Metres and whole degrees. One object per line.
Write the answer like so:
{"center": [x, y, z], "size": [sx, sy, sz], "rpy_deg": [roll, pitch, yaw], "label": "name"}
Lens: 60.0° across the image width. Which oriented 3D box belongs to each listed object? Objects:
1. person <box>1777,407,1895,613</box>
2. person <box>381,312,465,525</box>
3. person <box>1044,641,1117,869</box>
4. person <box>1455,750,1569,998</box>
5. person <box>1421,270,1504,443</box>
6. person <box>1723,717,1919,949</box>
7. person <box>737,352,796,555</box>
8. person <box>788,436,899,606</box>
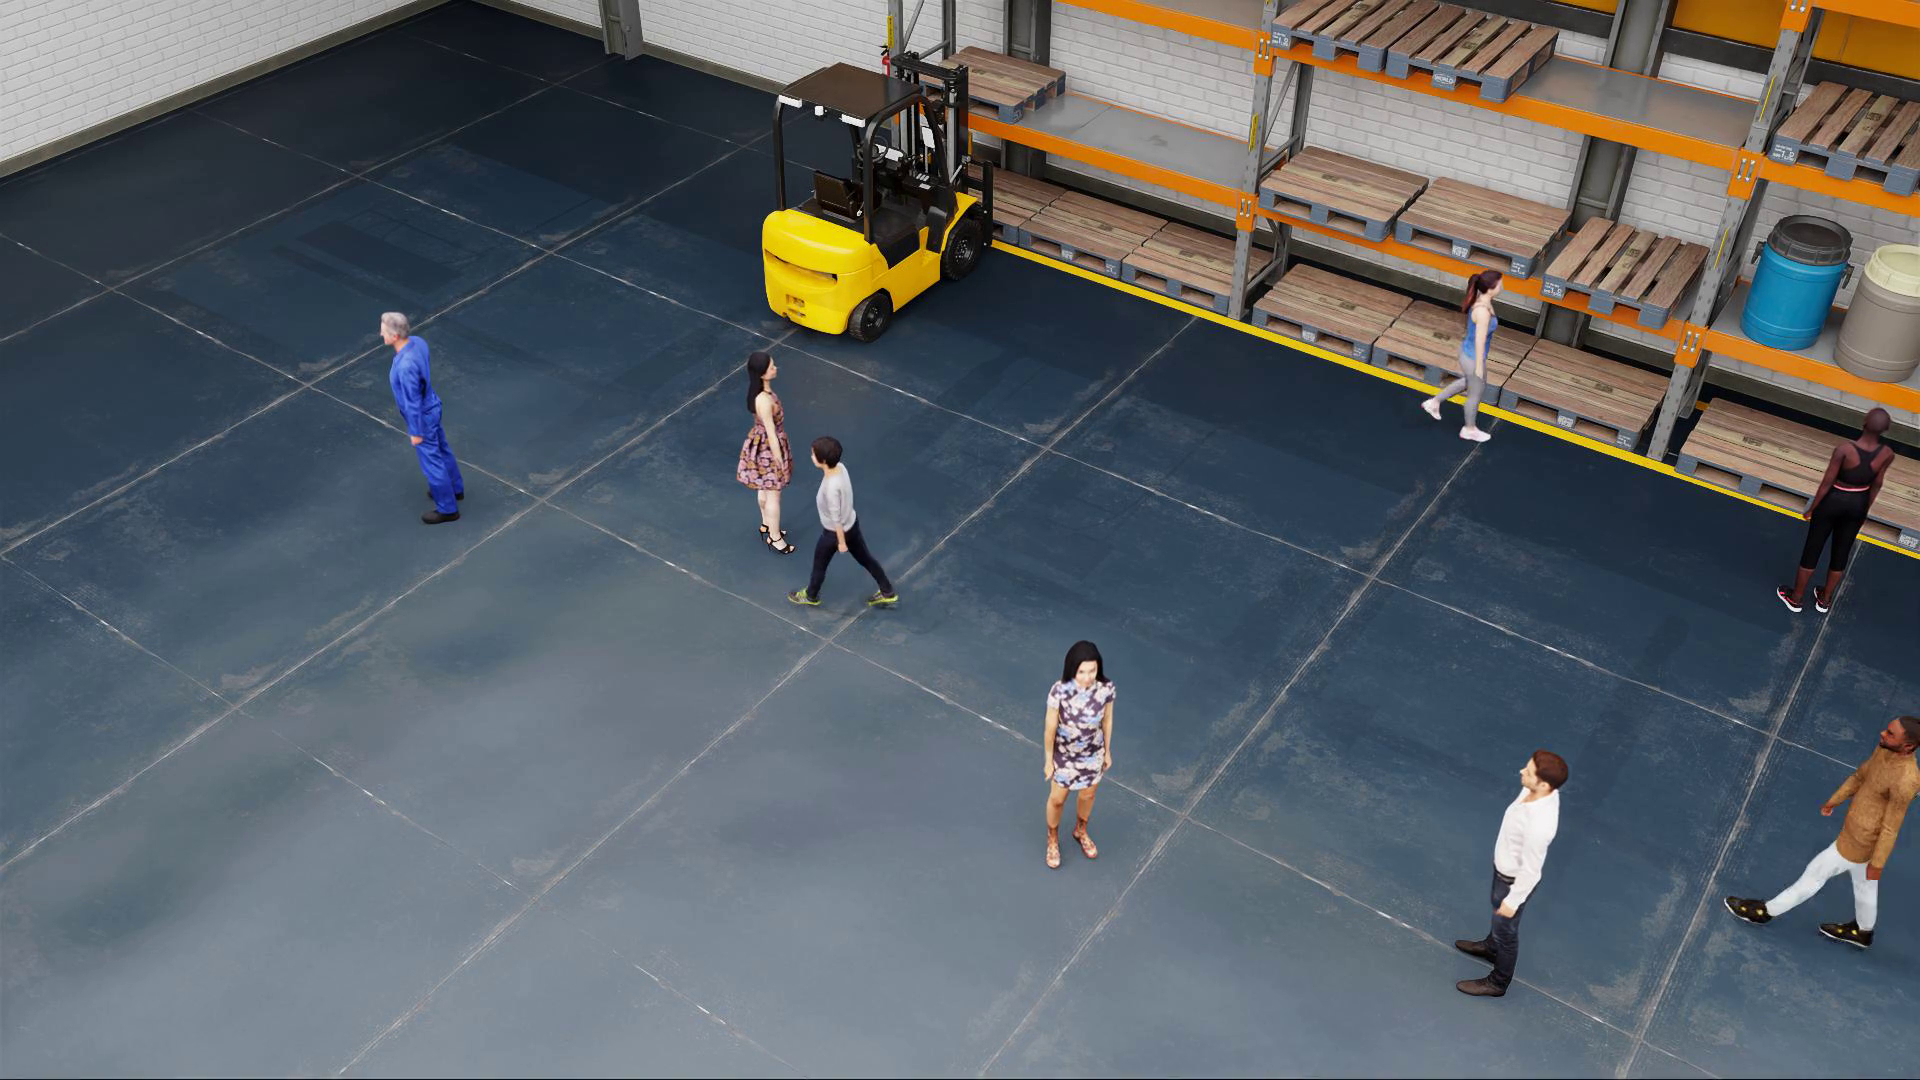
{"center": [6.422, -0.218, 12.128], "size": [0.620, 1.758, 0.727], "rpy_deg": [4, 39, 5], "label": "person"}
{"center": [-4.196, -0.976, 13.024], "size": [0.823, 1.825, 0.778], "rpy_deg": [-5, 39, -6], "label": "person"}
{"center": [0.725, 1.305, 10.242], "size": [0.665, 1.733, 0.712], "rpy_deg": [-9, 39, -11], "label": "person"}
{"center": [3.145, 1.882, 9.409], "size": [0.669, 1.871, 0.733], "rpy_deg": [9, 39, 11], "label": "person"}
{"center": [4.252, -1.541, 13.913], "size": [0.938, 1.598, 0.781], "rpy_deg": [6, 39, 8], "label": "person"}
{"center": [5.350, 1.737, 9.665], "size": [1.191, 1.777, 0.875], "rpy_deg": [11, 40, 14], "label": "person"}
{"center": [-1.451, -0.667, 12.678], "size": [0.863, 1.775, 0.790], "rpy_deg": [-12, 40, -14], "label": "person"}
{"center": [-0.801, -0.082, 12.158], "size": [1.126, 1.509, 0.859], "rpy_deg": [6, 39, 7], "label": "person"}
